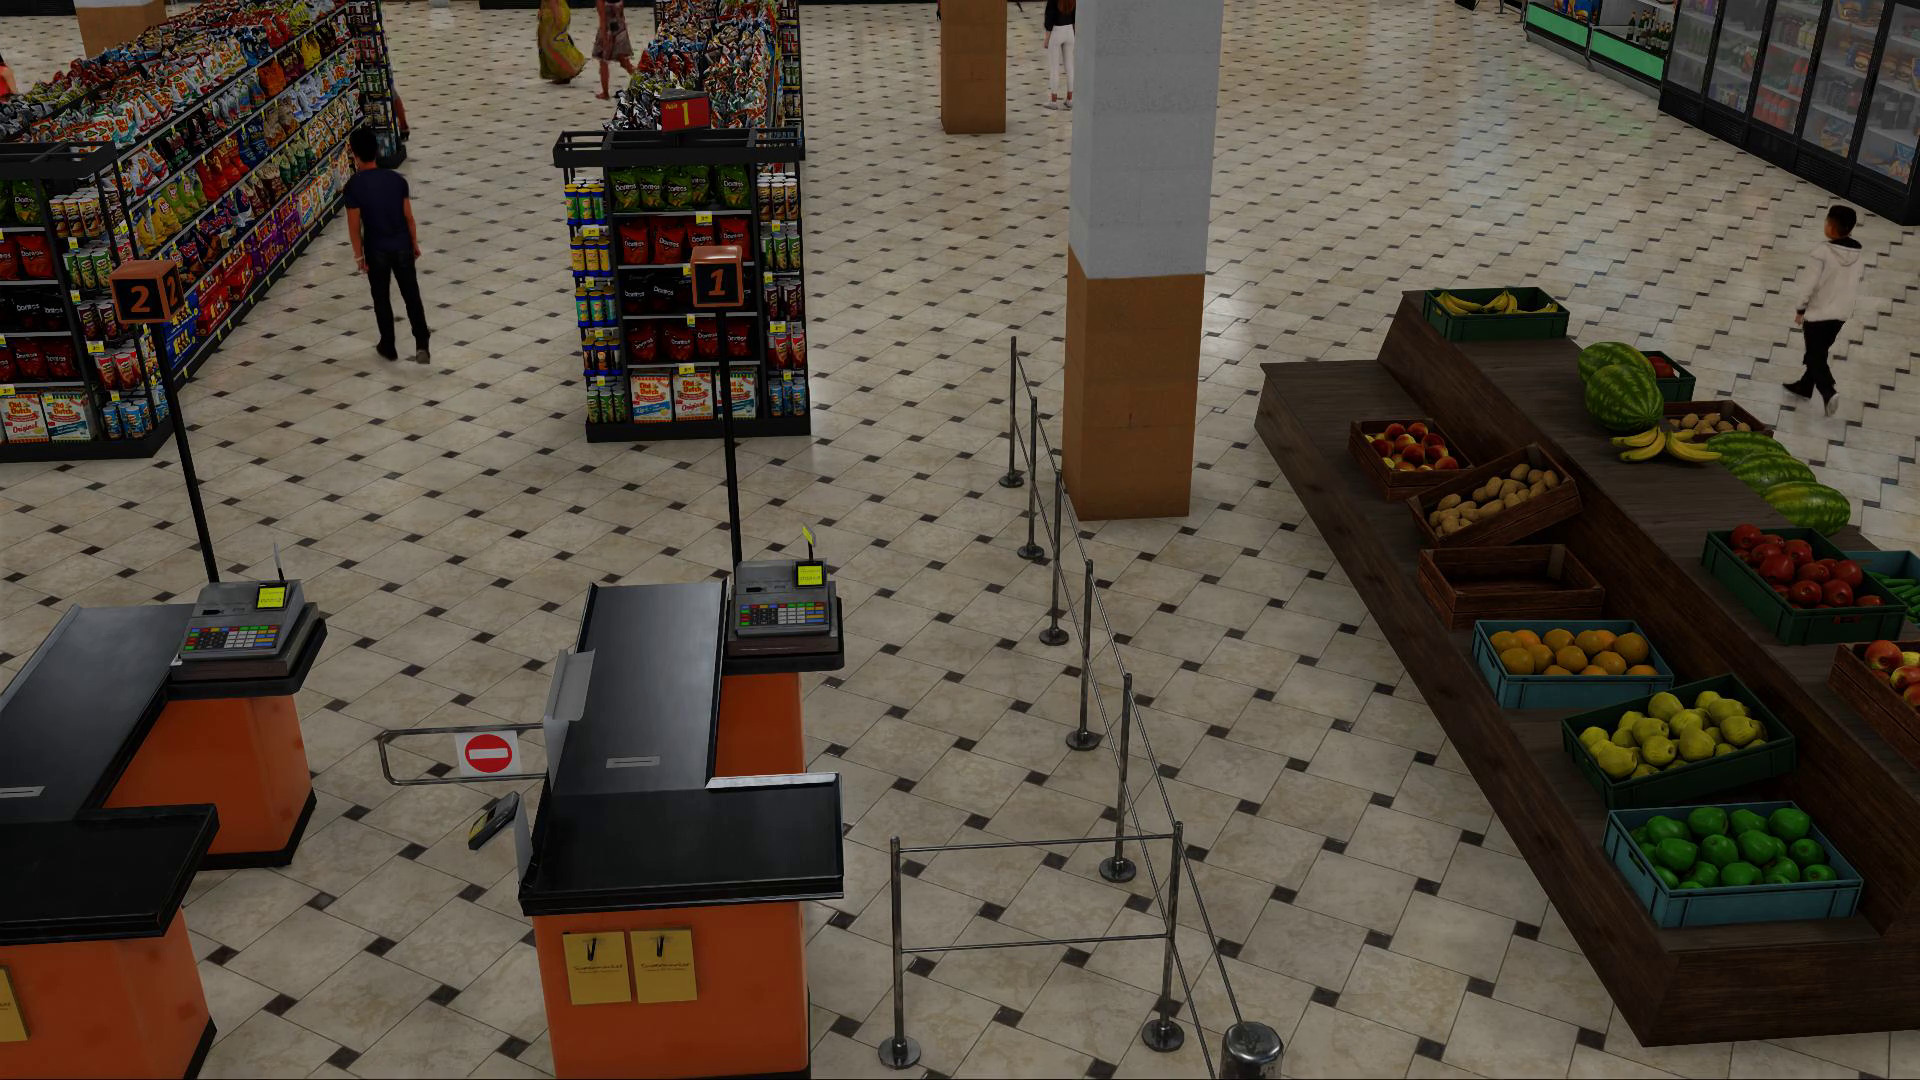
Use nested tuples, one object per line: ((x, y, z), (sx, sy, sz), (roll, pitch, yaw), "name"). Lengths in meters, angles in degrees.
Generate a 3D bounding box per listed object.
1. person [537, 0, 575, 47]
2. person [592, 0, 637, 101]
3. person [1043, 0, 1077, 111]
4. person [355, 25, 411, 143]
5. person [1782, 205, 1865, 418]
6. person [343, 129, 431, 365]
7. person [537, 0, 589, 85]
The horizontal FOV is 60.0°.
((-5.269, -7.106, 22.038), (0.736, 1.817, 0.683), (-7, 28, -13), "person")
((-4.182, -6.142, 20.380), (1.116, 1.598, 1.097), (19, 32, 32), "person")
((1.232, -6.122, 20.223), (0.669, 1.704, 0.634), (-12, 29, -22), "person")
((-6.452, -5.297, 18.537), (0.719, 1.756, 0.773), (2, 27, 5), "person")
((6.061, -1.560, 11.533), (0.703, 1.427, 0.942), (-5, 27, -10), "person")
((-4.181, -2.116, 12.247), (0.907, 1.773, 1.083), (-16, 31, -28), "person")
((-5.123, -6.690, 21.412), (0.871, 1.641, 0.840), (-5, 27, -9), "person")
